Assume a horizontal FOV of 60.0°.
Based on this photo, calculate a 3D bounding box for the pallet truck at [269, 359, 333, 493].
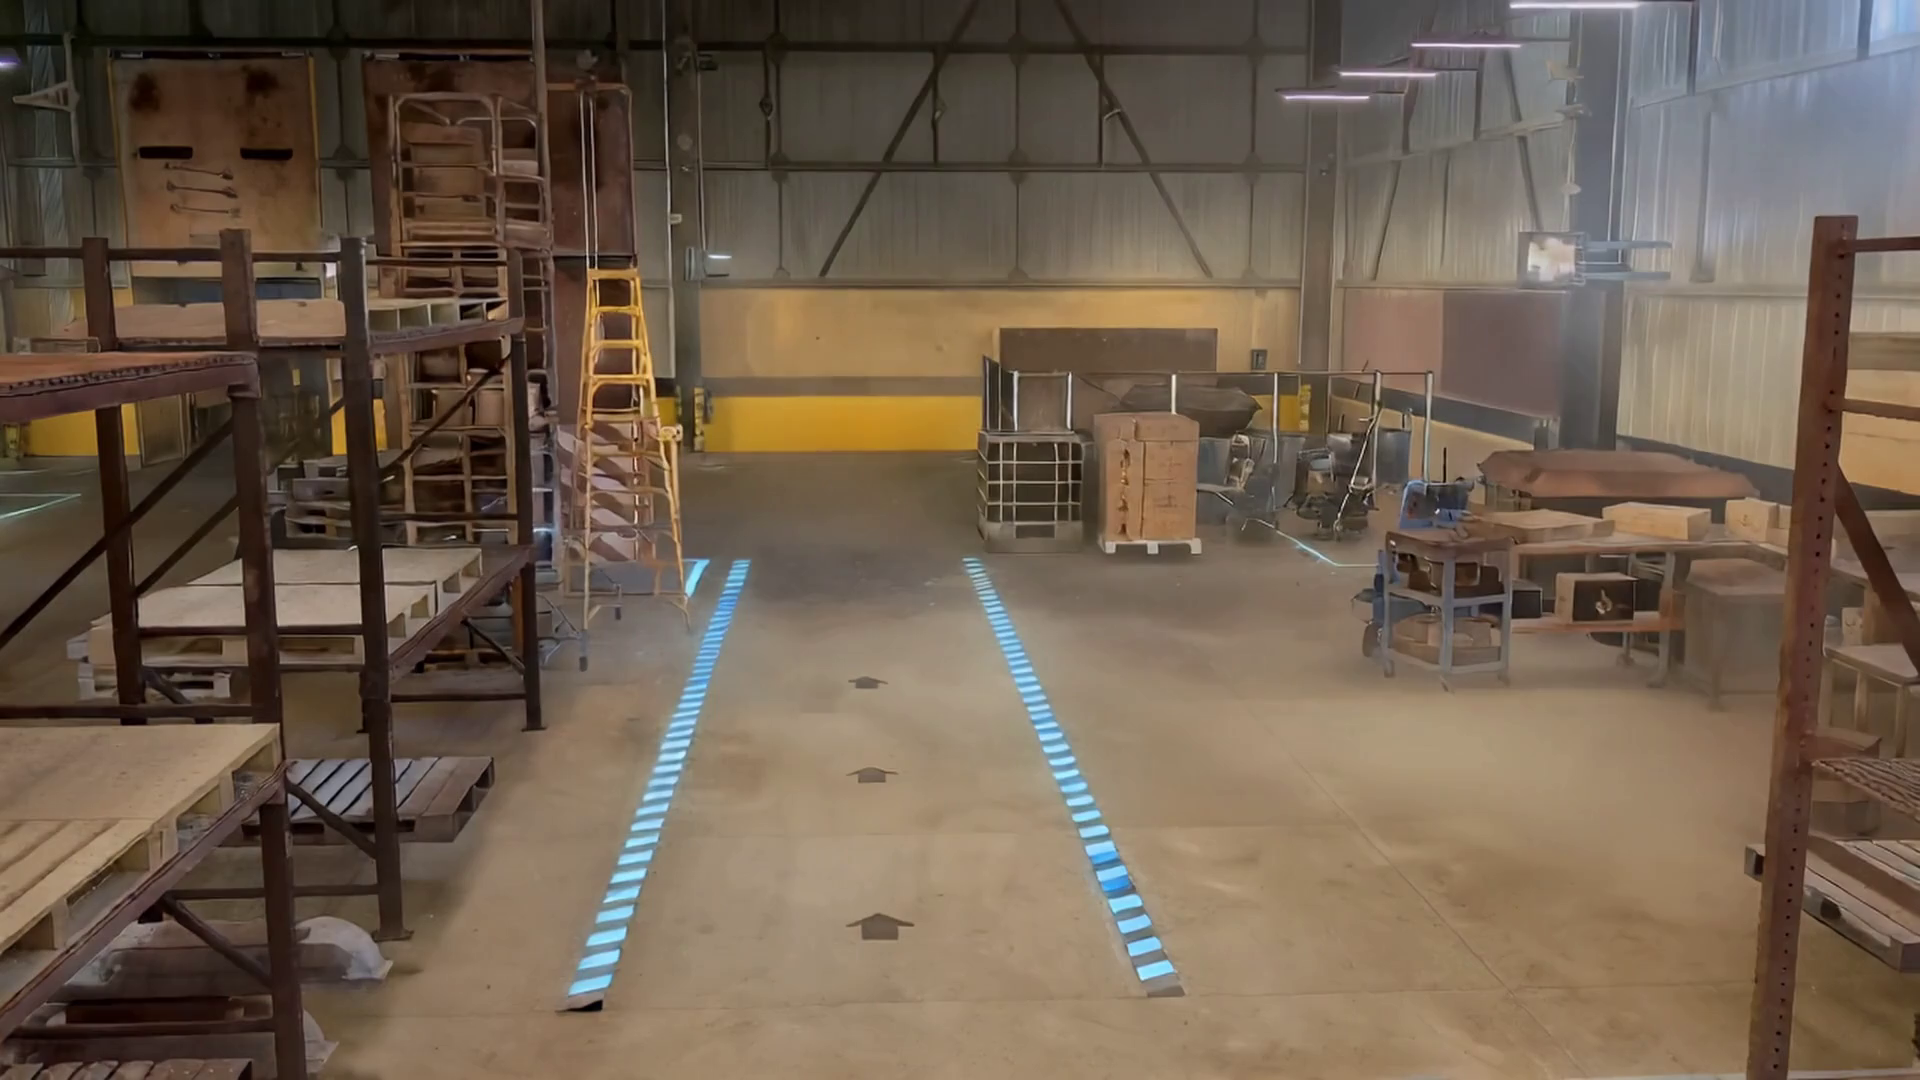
[{"bbox_3d":[-7.062,-1.131,18.996,1.885,1.965,0.823,2,9,13],"label":"pallet truck"}]

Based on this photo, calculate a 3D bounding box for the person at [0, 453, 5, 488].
[{"bbox_3d":[-13.185,-1.649,22.474,0.386,1.929,0.544,-9,13,-44],"label":"person"}]
